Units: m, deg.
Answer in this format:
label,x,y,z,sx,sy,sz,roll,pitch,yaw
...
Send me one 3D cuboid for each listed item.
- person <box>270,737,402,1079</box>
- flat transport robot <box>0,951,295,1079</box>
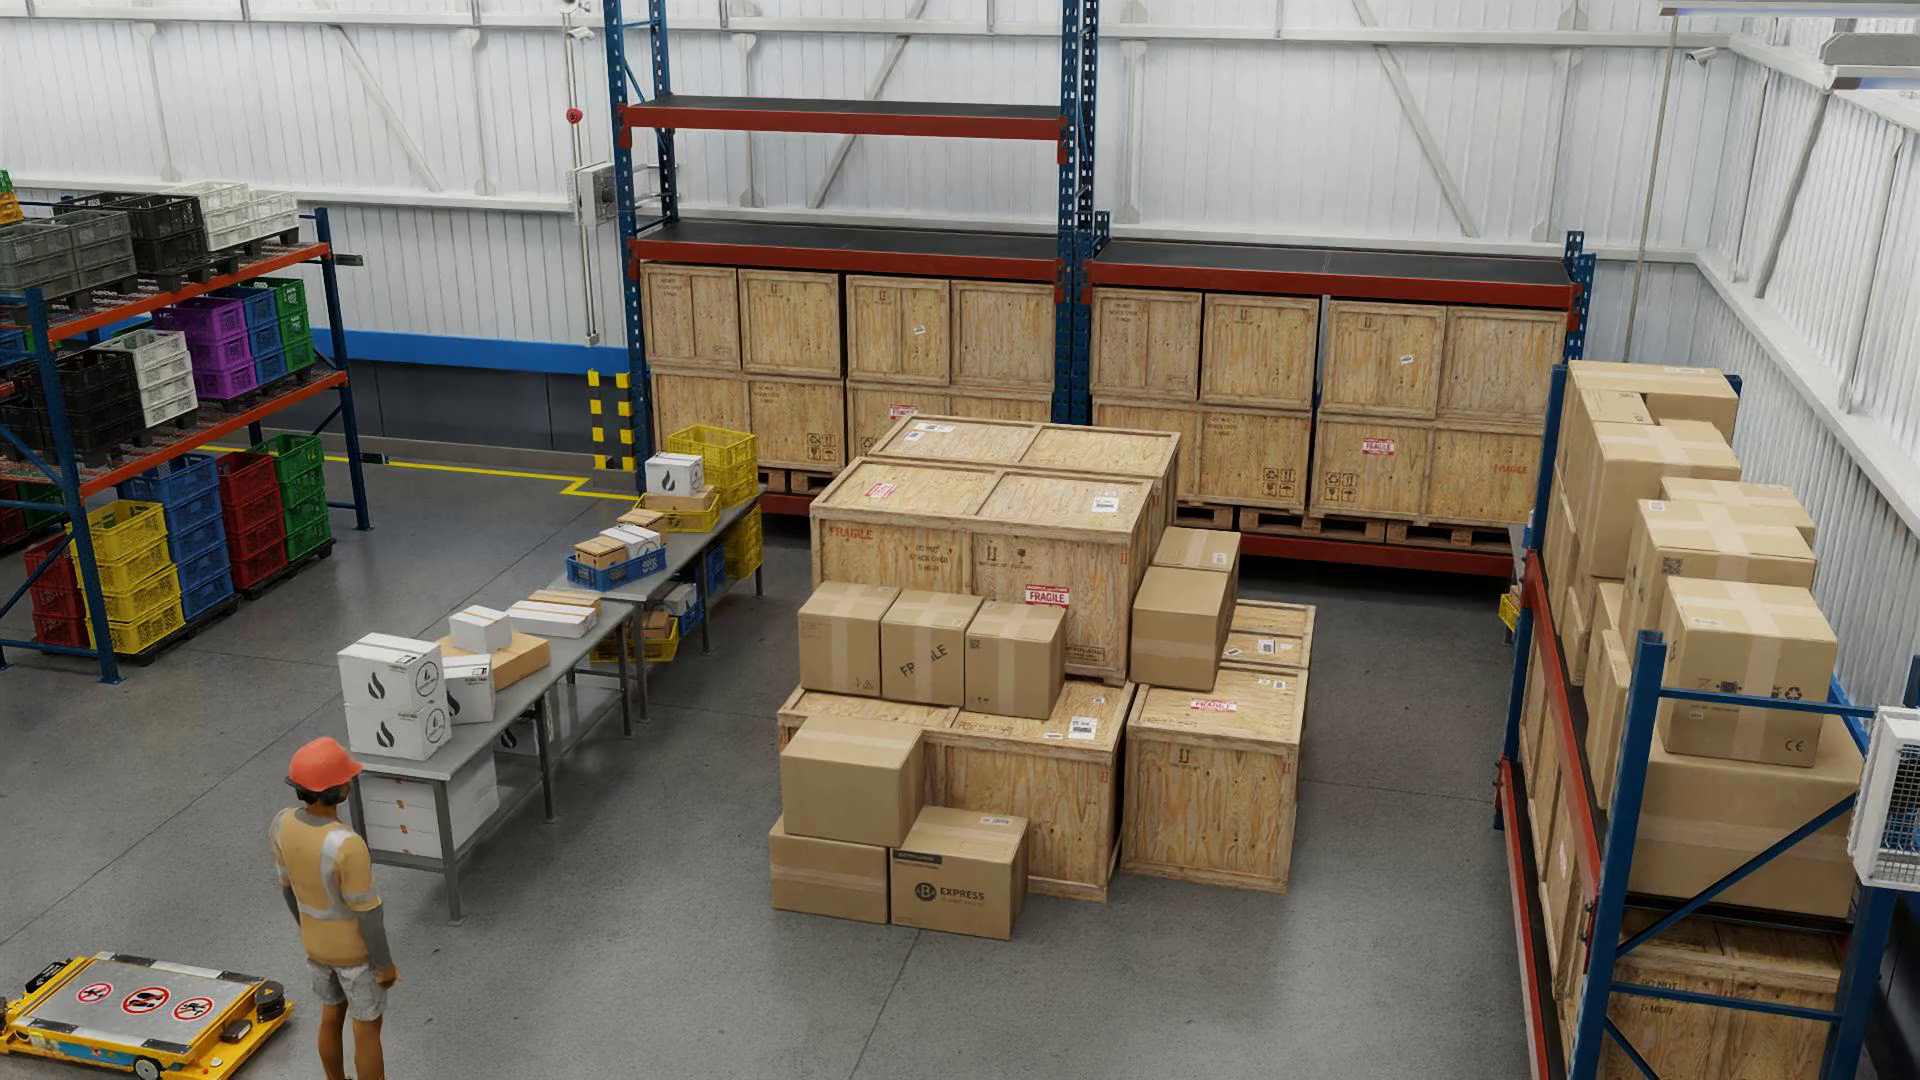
label,x,y,z,sx,sy,sz,roll,pitch,yaw
person,-2.855,1.862,7.724,0.605,2.050,0.458,12,24,29
flat transport robot,-4.270,2.464,8.601,1.431,0.231,0.659,5,22,13
